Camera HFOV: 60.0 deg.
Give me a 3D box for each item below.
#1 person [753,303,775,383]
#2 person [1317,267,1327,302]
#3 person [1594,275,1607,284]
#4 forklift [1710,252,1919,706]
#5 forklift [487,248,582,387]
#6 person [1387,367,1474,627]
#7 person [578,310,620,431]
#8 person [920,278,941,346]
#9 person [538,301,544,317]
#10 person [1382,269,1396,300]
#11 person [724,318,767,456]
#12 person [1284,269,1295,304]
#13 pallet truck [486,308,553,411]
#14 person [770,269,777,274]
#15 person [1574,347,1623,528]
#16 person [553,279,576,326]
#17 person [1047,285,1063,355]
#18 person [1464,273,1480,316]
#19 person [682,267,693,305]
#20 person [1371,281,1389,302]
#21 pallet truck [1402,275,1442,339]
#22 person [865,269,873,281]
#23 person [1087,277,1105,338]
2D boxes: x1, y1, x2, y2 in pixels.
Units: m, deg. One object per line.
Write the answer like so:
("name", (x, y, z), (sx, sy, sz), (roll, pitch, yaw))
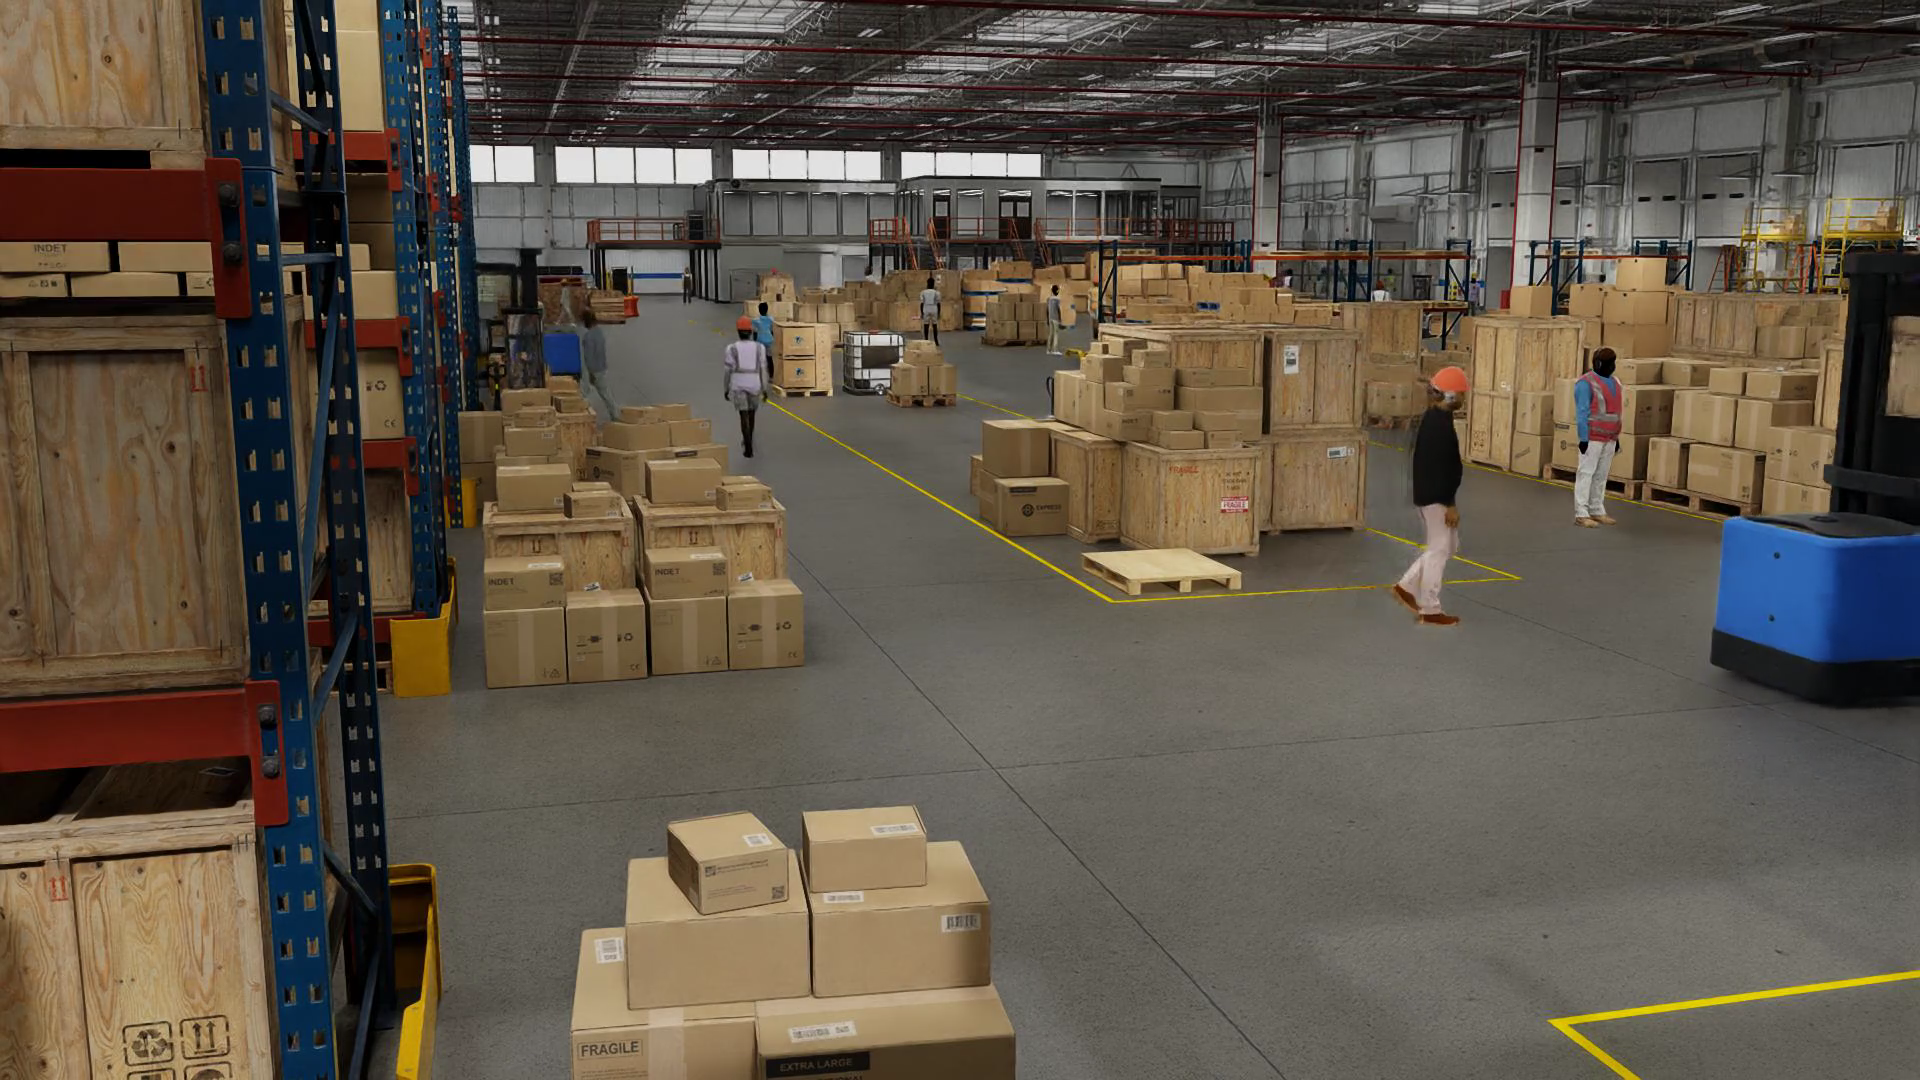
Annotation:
("person", (-4.107, -4.116, 34.834), (0.536, 1.697, 0.318), (-7, 12, -36))
("person", (16.666, -11.611, 76.613), (0.666, 1.919, 0.642), (-1, 10, -6))
("person", (24.261, -9.105, 62.807), (0.647, 1.792, 0.930), (-6, 11, -29))
("forklift", (6.056, -0.454, 10.743), (1.873, 2.768, 1.129), (-3, 10, -15))
("forklift", (-8.754, -4.563, 34.011), (1.873, 2.768, 1.129), (-3, 10, -15))
("person", (3.595, -0.314, 12.518), (0.461, 1.977, 0.616), (2, 10, 10))
("person", (-5.743, -2.615, 25.795), (1.022, 1.880, 0.654), (2, 10, 12))
("person", (-0.848, -6.551, 47.863), (0.608, 1.963, 0.371), (2, 10, 9))
("person", (-11.722, -6.022, 45.787), (0.527, 1.622, 0.474), (-2, 10, -13))
("person", (20.733, -12.201, 80.348), (0.641, 1.798, 0.950), (-2, 10, -13))
("person", (-2.969, -2.115, 22.973), (0.563, 1.886, 0.986), (-3, 10, -17))
("person", (14.303, -10.788, 72.020), (0.578, 1.897, 0.638), (-3, 10, -17))
("pallet truck", (-6.242, -2.418, 24.362), (0.823, 1.965, 1.885), (1, 10, 3))
("person", (-7.461, -9.843, 66.456), (0.659, 1.973, 0.626), (9, 13, 40))
("person", (6.559, -1.049, 17.057), (0.627, 1.844, 0.429), (-7, 12, -34))
("person", (-14.345, -8.619, 60.324), (0.892, 1.689, 0.501), (1, 10, 3))
("person", (2.503, -5.832, 44.099), (0.330, 1.860, 0.539), (-8, 13, -38))
("person", (18.358, -8.599, 59.606), (0.584, 1.918, 0.408), (-2, 10, -9))
("person", (-13.313, -12.378, 81.204), (0.506, 1.842, 0.344), (-2, 10, -13))
("person", (12.120, -6.556, 48.123), (0.576, 1.882, 0.362), (4, 11, 21))
("pallet truck", (14.620, -7.324, 52.145), (0.823, 1.965, 1.885), (8, 13, 40))
("person", (-4.258, -11.509, 76.303), (0.973, 1.831, 0.584), (-5, 11, -27))
("person", (4.252, -7.267, 52.026), (0.558, 1.925, 0.629), (2, 10, 12))
